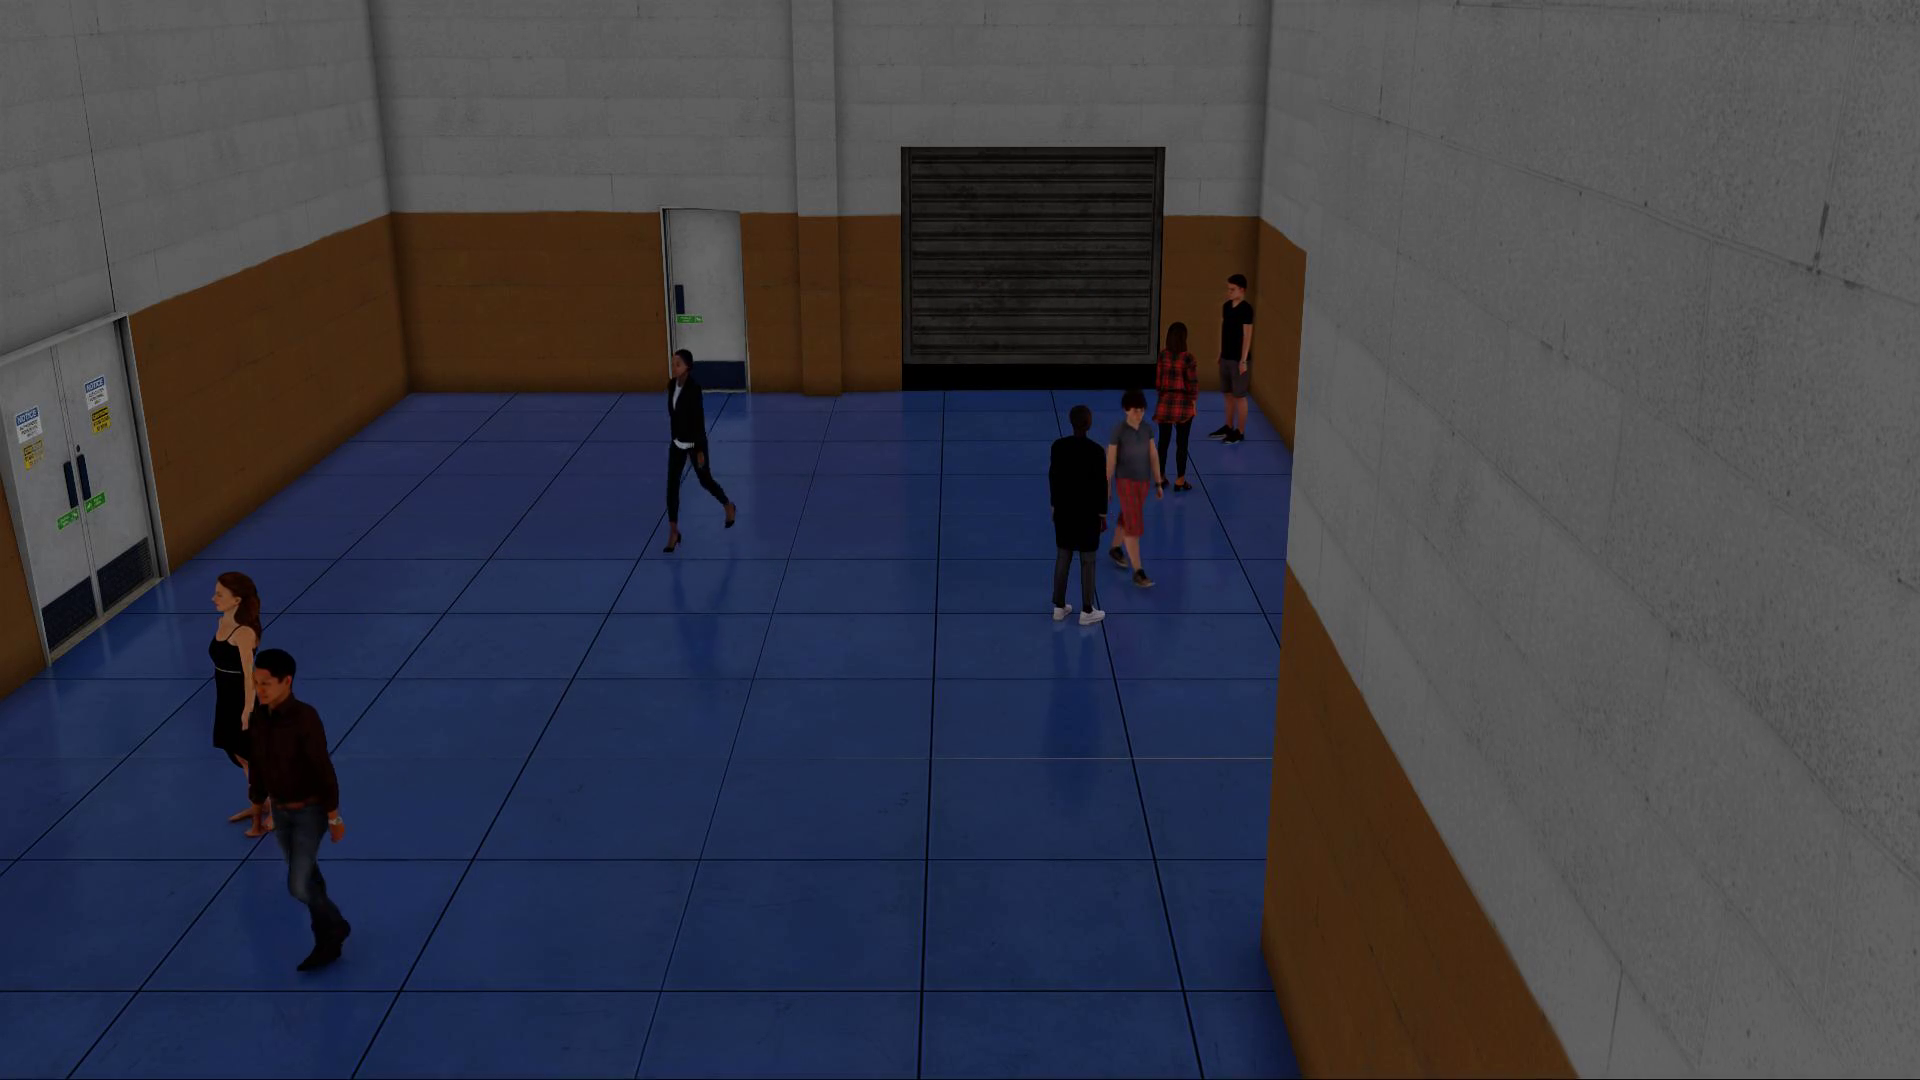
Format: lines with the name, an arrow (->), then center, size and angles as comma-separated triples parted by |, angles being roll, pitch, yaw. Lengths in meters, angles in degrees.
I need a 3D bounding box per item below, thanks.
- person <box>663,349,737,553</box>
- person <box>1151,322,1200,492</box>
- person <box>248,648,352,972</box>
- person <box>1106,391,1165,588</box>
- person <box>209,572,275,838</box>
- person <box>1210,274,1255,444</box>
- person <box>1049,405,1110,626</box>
person -> -2.344, -0.806, 14.866 | 1.139, 1.796, 1.108 | 12, 22, 33
person -> 2.145, -1.334, 16.575 | 0.674, 1.703, 0.764 | 13, 23, 34
person -> -3.308, 1.354, 8.495 | 0.722, 1.773, 0.843 | 9, 21, 26
person -> 1.429, -0.471, 14.147 | 1.135, 1.608, 0.977 | -9, 21, -24
person -> -4.247, 0.959, 9.900 | 0.734, 1.625, 0.678 | -16, 24, -39
person -> 3.059, -2.021, 18.368 | 0.741, 1.861, 0.752 | -8, 20, -23
person -> 0.919, -0.206, 13.143 | 0.677, 1.761, 0.794 | 11, 21, 29
